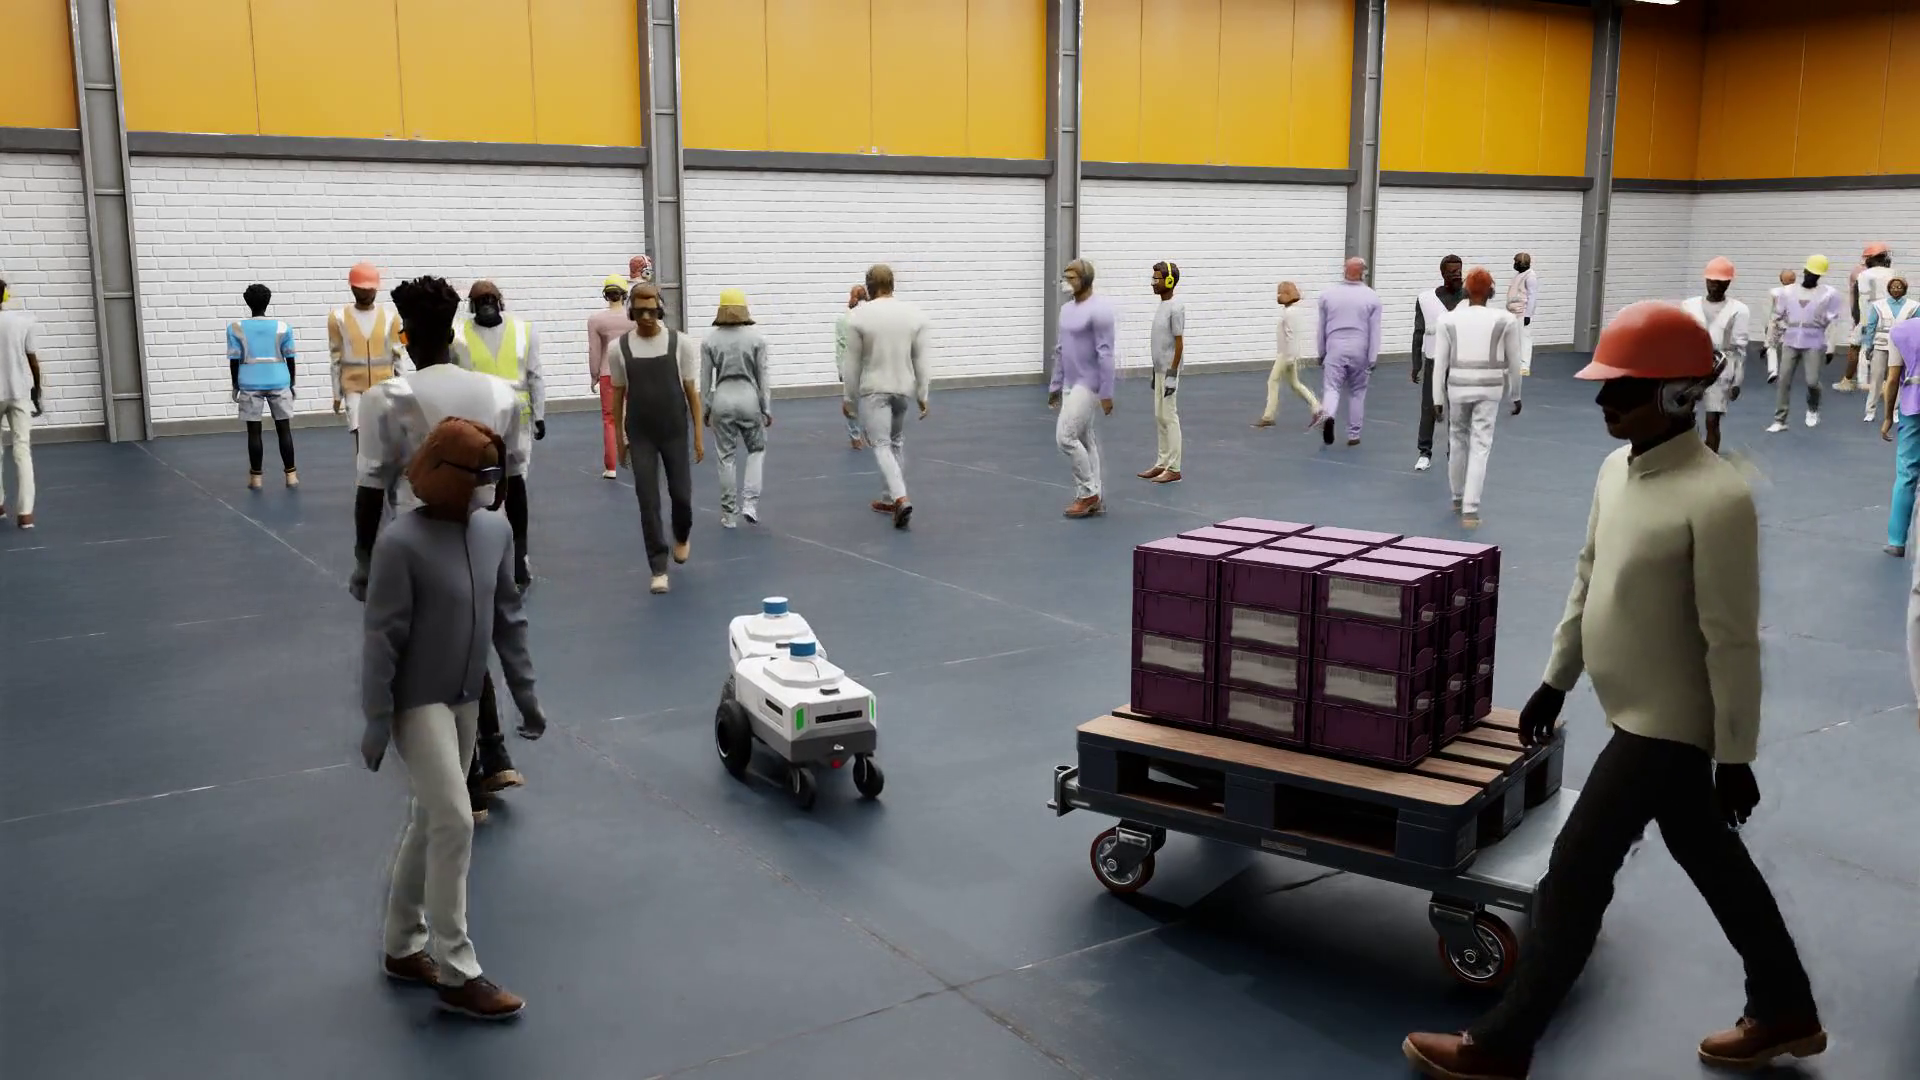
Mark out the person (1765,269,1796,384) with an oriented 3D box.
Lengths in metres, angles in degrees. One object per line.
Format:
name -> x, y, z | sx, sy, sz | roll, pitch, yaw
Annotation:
person -> 11.577, -2.988, 23.376 | 0.533, 1.625, 0.374 | 3, 11, 15

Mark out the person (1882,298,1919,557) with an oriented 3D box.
person -> 6.265, -0.787, 10.738 | 0.566, 1.841, 0.390 | 5, 11, 25

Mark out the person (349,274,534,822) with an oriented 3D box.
person -> -1.848, 0.040, 5.909 | 0.452, 1.947, 0.606 | 8, 13, 37

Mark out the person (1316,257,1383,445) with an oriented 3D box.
person -> 3.831, -1.847, 16.430 | 0.648, 1.883, 0.697 | 4, 11, 19

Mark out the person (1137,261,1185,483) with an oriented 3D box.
person -> 1.727, -1.418, 14.117 | 0.329, 1.872, 0.507 | -2, 11, -11

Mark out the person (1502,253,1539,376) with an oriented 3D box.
person -> 8.425, -3.385, 24.988 | 0.430, 1.840, 0.625 | 0, 10, -3

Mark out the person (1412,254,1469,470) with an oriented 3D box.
person -> 4.339, -1.577, 14.858 | 0.596, 1.916, 0.380 | 2, 11, 13

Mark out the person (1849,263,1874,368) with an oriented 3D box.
person -> 14.486, -3.690, 26.470 | 0.411, 1.909, 0.643 | -7, 12, -32

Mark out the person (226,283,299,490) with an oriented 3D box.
person -> -5.748, -1.264, 13.746 | 0.540, 1.695, 0.317 | -5, 11, -25

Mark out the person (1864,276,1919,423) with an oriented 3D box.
person -> 10.441, -2.128, 18.641 | 0.524, 1.639, 0.308 | 5, 12, 27

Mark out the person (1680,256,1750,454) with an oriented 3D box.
person -> 6.215, -1.383, 13.792 | 0.562, 1.918, 0.554 | 7, 12, 33

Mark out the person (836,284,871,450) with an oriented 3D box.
person -> -0.937, -1.667, 16.140 | 0.549, 1.616, 0.546 | -4, 11, -19

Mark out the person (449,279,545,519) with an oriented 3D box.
person -> -3.068, -0.814, 10.978 | 0.629, 1.814, 0.829 | -4, 11, -23

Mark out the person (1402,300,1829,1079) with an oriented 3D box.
person -> 1.680, 0.400, 4.001 | 1.079, 1.942, 0.602 | 1, 10, 4

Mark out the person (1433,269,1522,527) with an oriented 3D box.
person -> 3.803, -1.054, 12.214 | 0.598, 1.836, 0.971 | 5, 12, 26

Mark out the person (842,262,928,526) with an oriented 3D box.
person -> -0.513, -1.061, 12.107 | 0.637, 1.907, 0.914 | -6, 12, -29

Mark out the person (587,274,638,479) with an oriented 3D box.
person -> -2.926, -1.398, 14.316 | 0.523, 1.760, 0.327 | -3, 11, -14

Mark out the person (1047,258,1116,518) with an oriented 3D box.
person -> 0.856, -1.106, 12.255 | 0.513, 1.918, 0.643 | -4, 11, -19

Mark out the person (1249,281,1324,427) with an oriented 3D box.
person -> 3.616, -2.016, 18.134 | 0.794, 1.599, 0.510 | 2, 11, 13

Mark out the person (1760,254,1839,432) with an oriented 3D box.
person -> 8.942, -2.088, 17.726 | 0.729, 1.899, 0.555 | 10, 14, 43

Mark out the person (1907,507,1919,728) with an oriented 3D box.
person -> 2.831, 0.395, 4.360 | 0.637, 1.806, 0.427 | 5, 11, 24

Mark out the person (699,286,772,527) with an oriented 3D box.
person -> -1.602, -0.944, 11.881 | 0.512, 1.733, 0.335 | 0, 10, -1

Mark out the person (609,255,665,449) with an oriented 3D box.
person -> -3.104, -1.821, 16.249 | 0.636, 1.900, 0.403 | 6, 12, 31

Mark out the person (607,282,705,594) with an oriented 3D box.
person -> -1.795, -0.620, 9.883 | 0.557, 1.819, 0.656 | -1, 10, -7

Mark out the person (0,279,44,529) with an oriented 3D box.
person -> -6.920, -1.013, 12.043 | 0.518, 1.818, 0.986 | -7, 12, -33

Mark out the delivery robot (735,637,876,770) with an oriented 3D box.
delivery robot -> -0.594, 0.613, 6.329 | 0.477, 0.478, 0.707 | -5, 12, -26

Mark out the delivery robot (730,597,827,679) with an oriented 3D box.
delivery robot -> -0.775, 0.485, 7.033 | 0.477, 0.478, 0.707 | -2, 11, -13

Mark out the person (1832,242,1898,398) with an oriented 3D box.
person -> 11.901, -2.880, 21.757 | 0.612, 2.002, 0.989 | -2, 10, -10

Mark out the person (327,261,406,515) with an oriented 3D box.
person -> -4.509, -1.169, 12.676 | 0.542, 1.907, 0.796 | -5, 11, -25

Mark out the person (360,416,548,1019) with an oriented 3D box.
person -> -1.348, 0.467, 4.518 | 0.632, 1.605, 0.526 | 4, 11, 20

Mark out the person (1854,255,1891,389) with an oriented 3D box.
person -> 12.559, -2.980, 22.775 | 0.630, 1.847, 0.429 | -1, 10, -5
